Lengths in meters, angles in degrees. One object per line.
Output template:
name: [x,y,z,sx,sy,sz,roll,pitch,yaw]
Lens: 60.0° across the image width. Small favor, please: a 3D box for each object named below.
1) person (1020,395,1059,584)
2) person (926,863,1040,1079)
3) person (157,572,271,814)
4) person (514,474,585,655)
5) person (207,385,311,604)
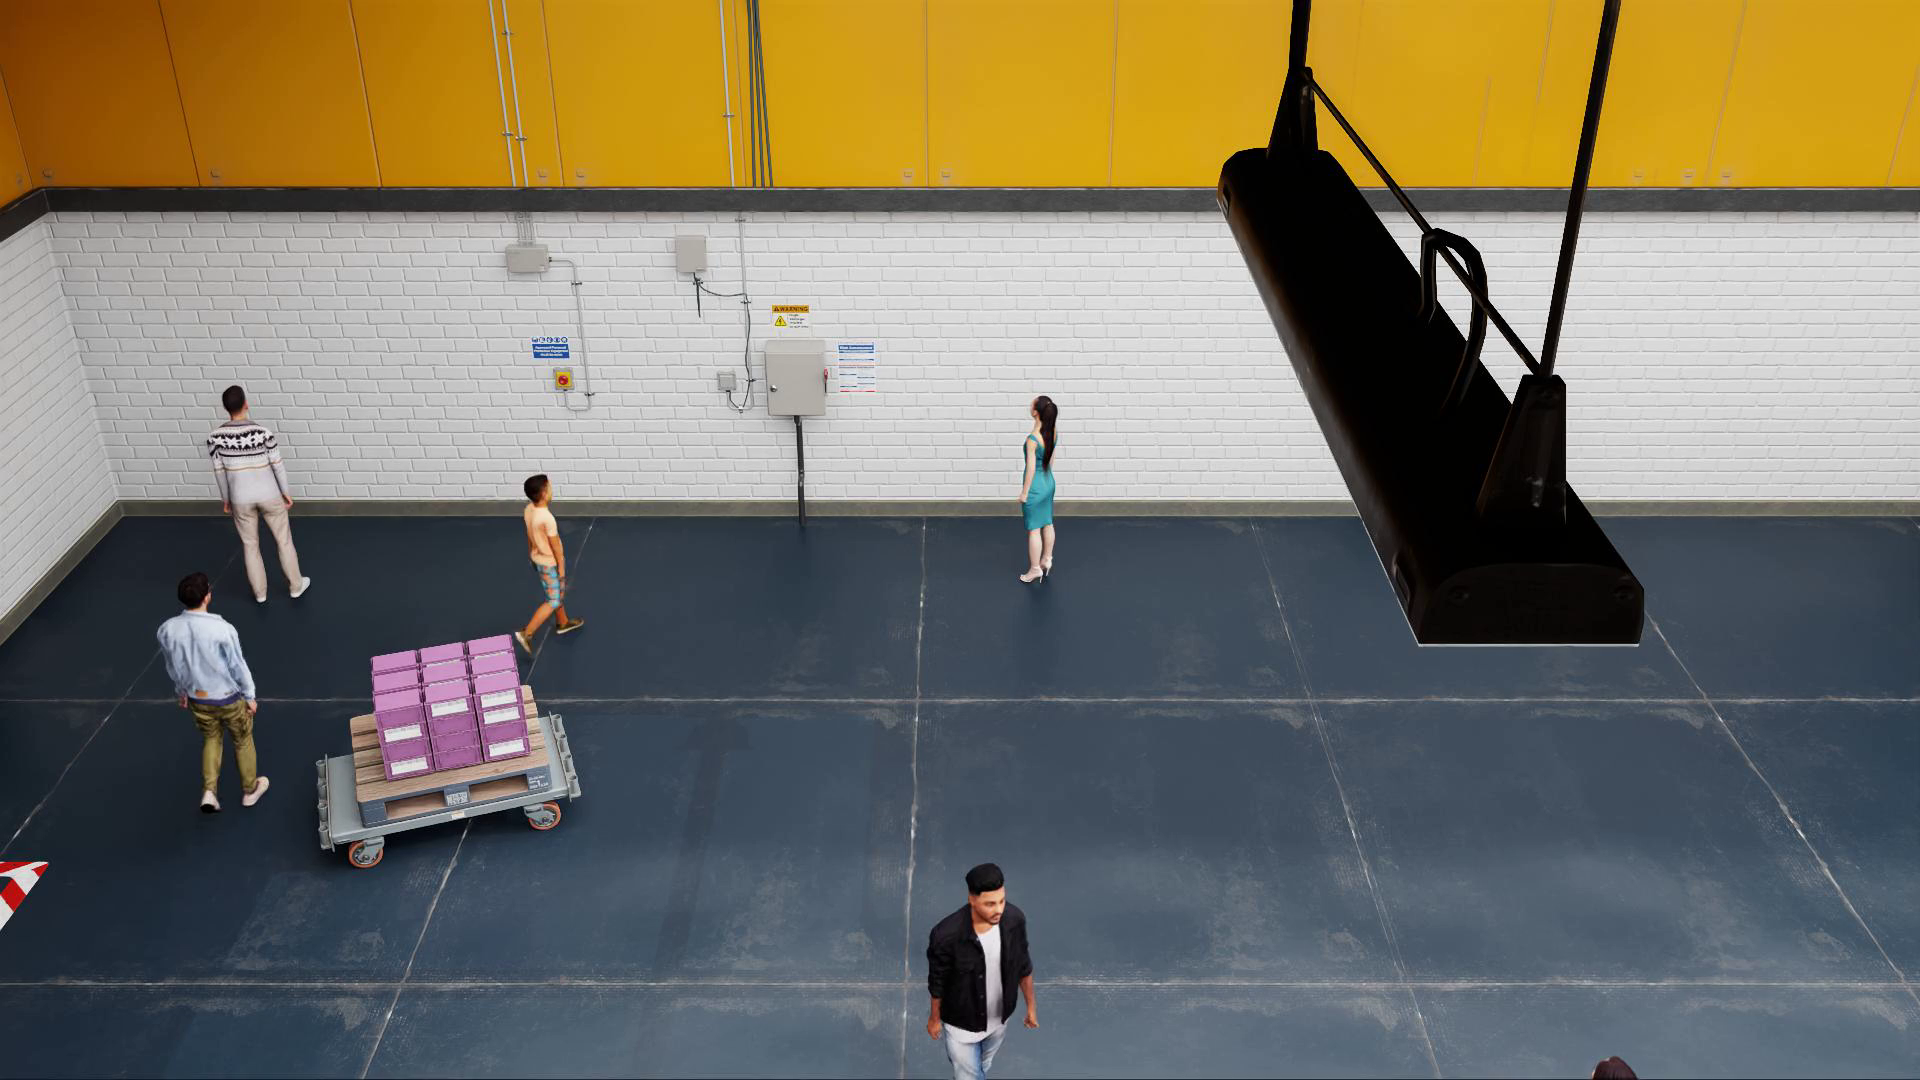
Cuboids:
person: [0.654,-0.426,13.757,0.679,1.687,0.591,19,34,31]
person: [0.054,2.339,8.576,0.951,1.795,1.067,-14,31,-23]
person: [-4.914,1.059,10.914,0.705,1.802,0.856,2,29,3]
person: [-3.250,0.197,12.874,0.888,1.440,0.955,25,37,37]
person: [-5.707,-0.362,13.460,0.741,1.859,0.645,-7,29,-13]
